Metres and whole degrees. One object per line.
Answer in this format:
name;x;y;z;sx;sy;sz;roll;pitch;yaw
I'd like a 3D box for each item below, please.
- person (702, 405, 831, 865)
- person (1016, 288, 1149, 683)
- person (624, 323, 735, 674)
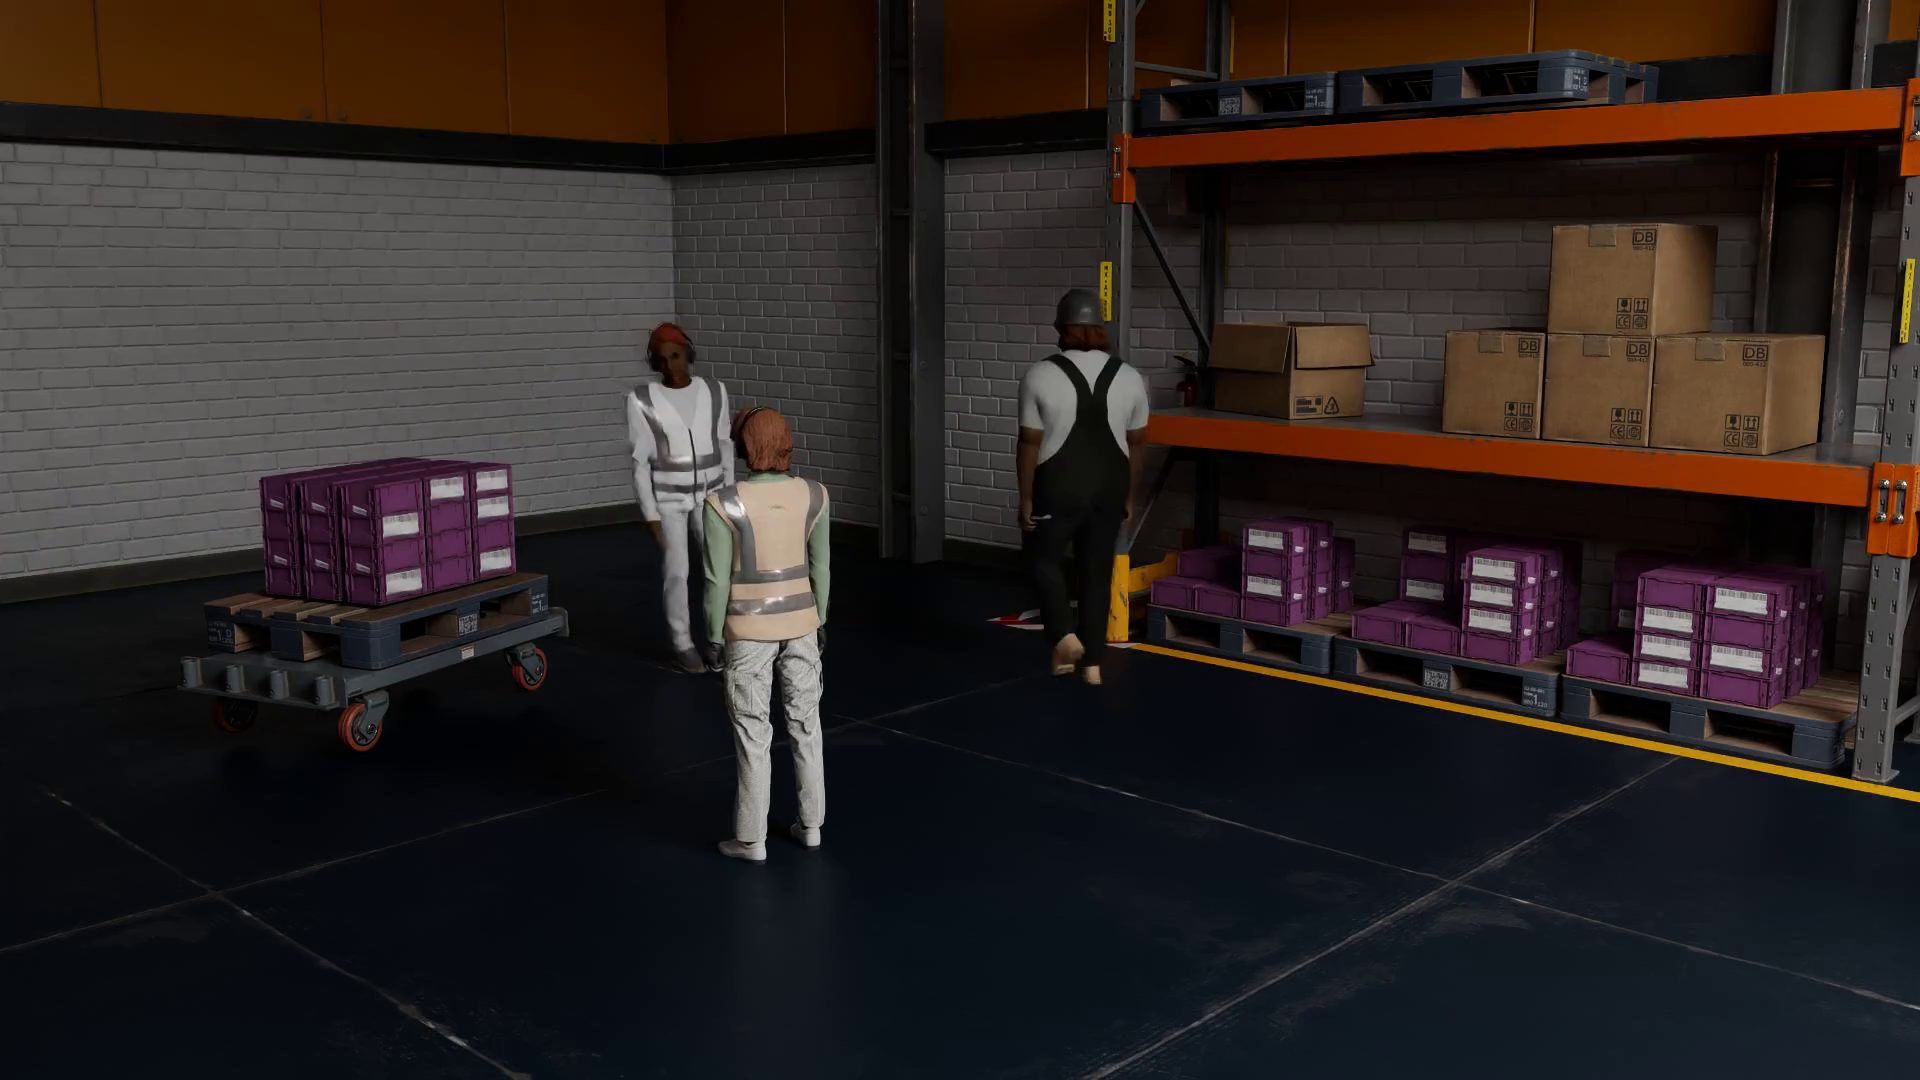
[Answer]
person;-0.684;0.341;5.949;0.511;1.640;0.308;-6;11;-35
person;0.597;-0.266;8.441;0.693;2.000;0.600;-3;10;-15
person;-1.345;-0.166;8.447;0.626;1.842;0.891;-5;11;-30
